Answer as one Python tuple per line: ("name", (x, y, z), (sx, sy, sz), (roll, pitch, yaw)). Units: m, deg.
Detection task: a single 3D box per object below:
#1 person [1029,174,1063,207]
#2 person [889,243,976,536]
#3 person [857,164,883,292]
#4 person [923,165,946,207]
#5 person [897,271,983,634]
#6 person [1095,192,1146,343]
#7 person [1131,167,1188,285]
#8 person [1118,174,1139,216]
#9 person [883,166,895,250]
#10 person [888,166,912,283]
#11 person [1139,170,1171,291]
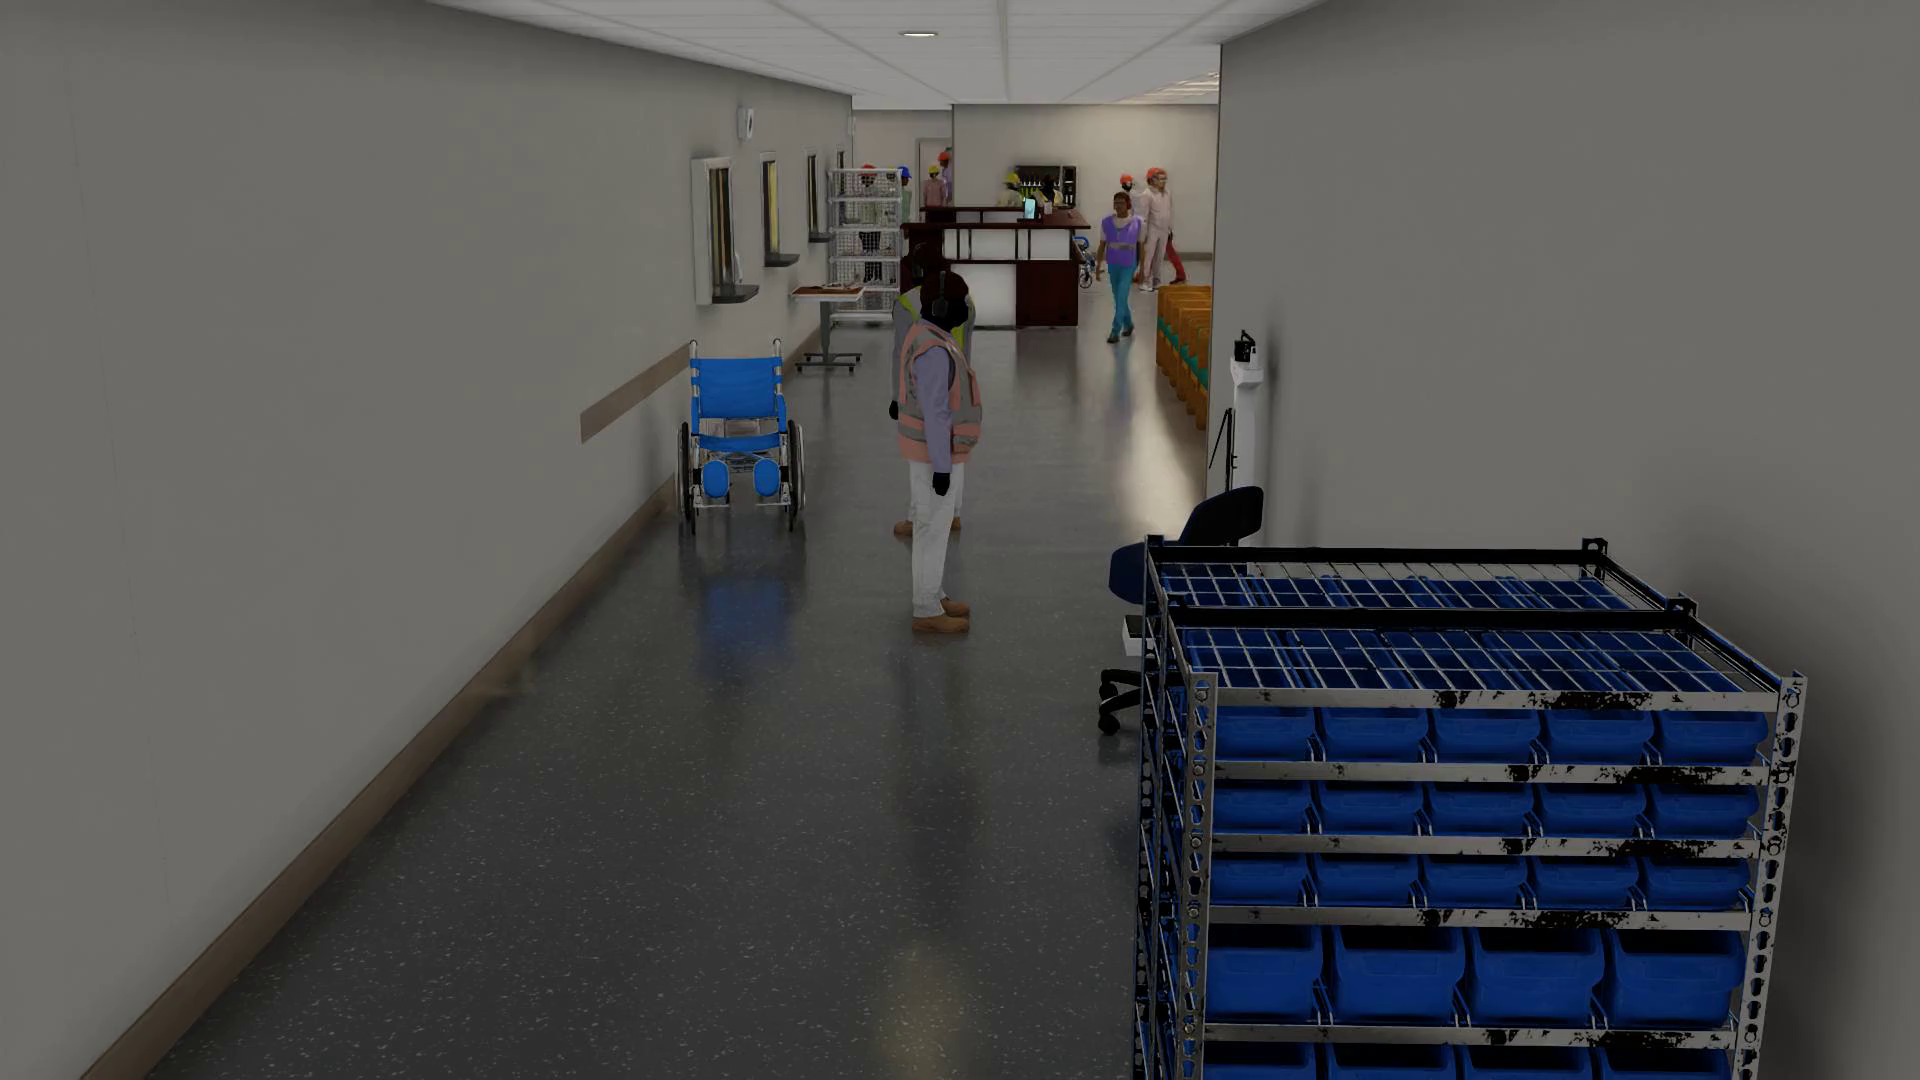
("person", (1.407, -4.971, 26.841), (0.630, 1.835, 0.429), (-7, 15, -25))
("person", (-0.200, -0.932, 10.434), (0.622, 1.838, 0.429), (-13, 19, -42))
("person", (-1.426, -4.909, 26.244), (0.378, 1.995, 0.609), (-9, 16, -31))
("person", (-0.580, -7.468, 37.112), (0.525, 1.765, 0.329), (4, 14, 14))
("person", (-0.101, -0.441, 8.460), (0.430, 1.836, 0.619), (-1, 14, -4))
("person", (1.976, -3.343, 20.295), (0.583, 1.803, 0.955), (7, 16, 27))
("person", (3.290, -5.146, 27.340), (1.045, 1.933, 0.630), (1, 14, 3))
("person", (3.077, -5.936, 30.960), (0.566, 1.721, 0.567), (-3, 14, -14))
("person", (-1.457, -7.071, 35.493), (0.315, 1.769, 0.525), (7, 15, 25))
("person", (-0.977, -5.114, 27.178), (0.398, 1.943, 0.616), (-6, 15, -24))
("person", (3.130, -4.907, 26.436), (0.644, 1.900, 0.399), (-12, 18, -39))
